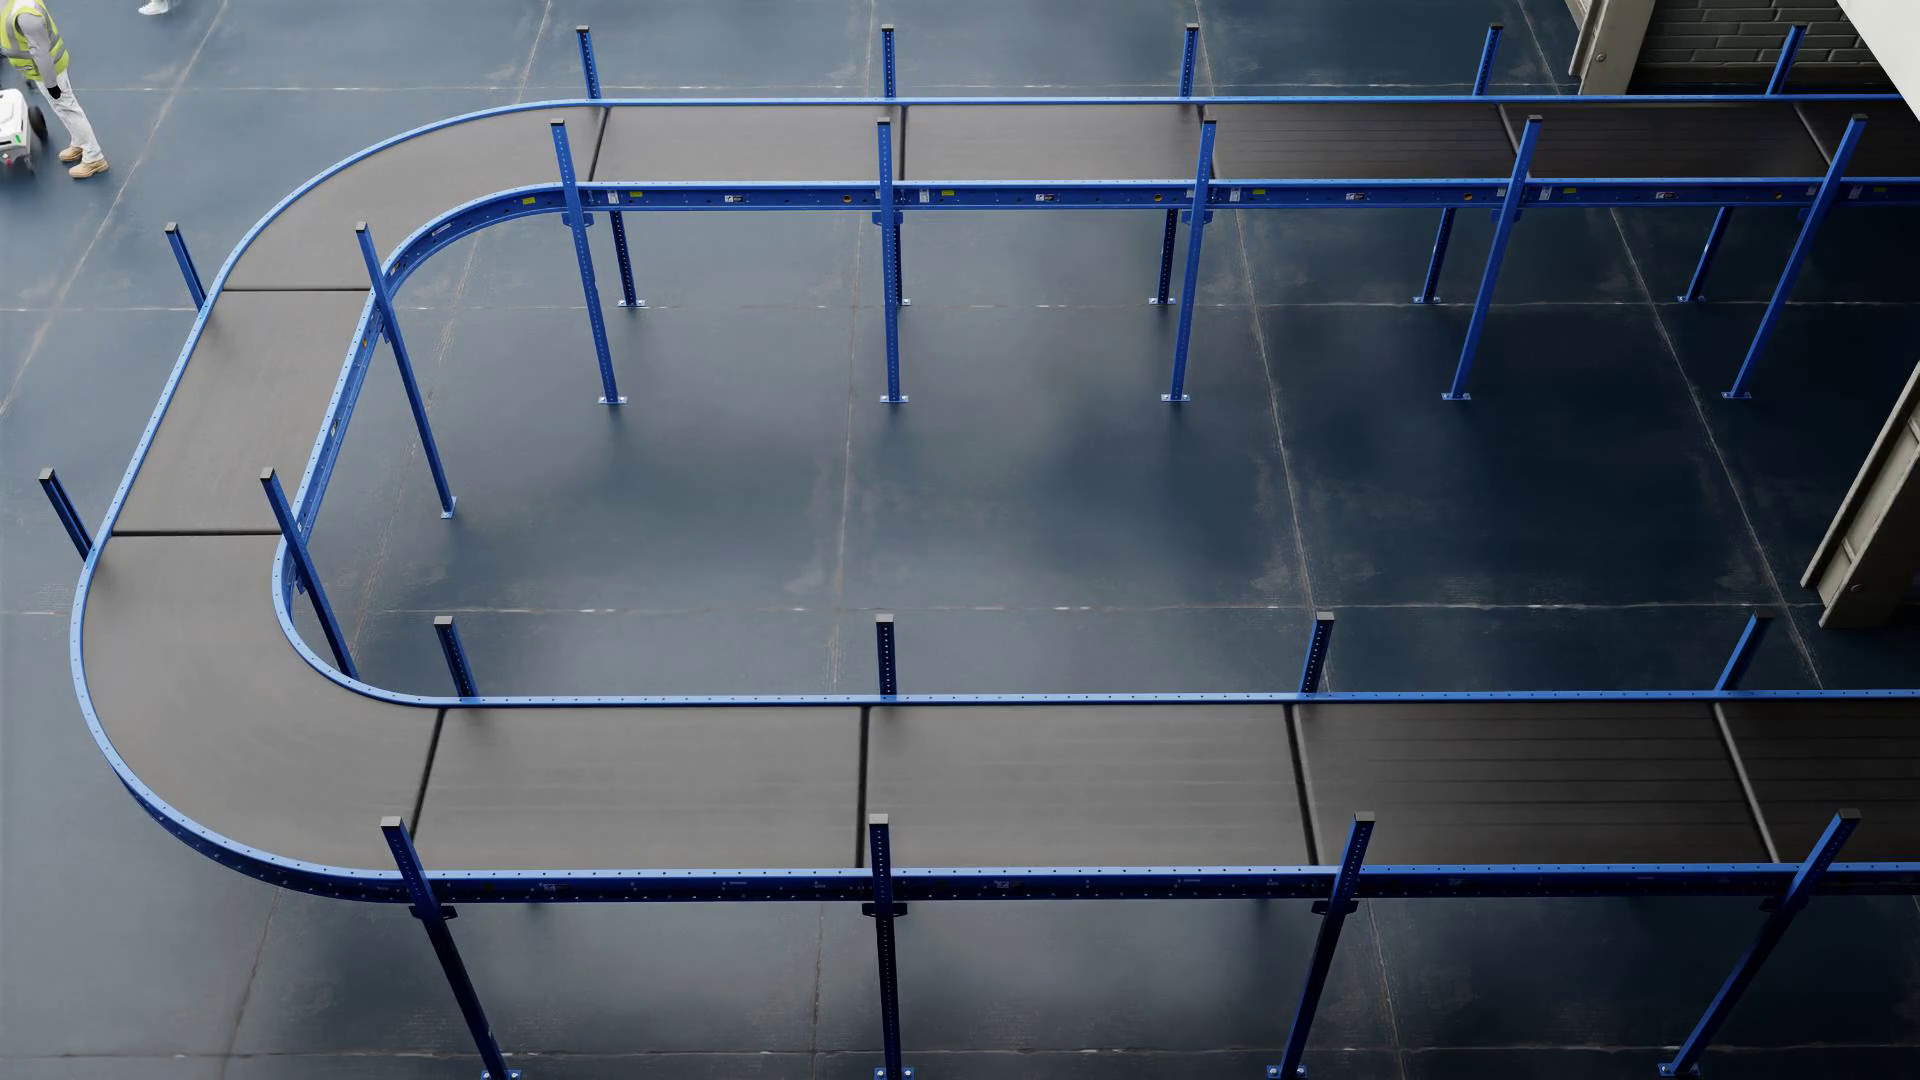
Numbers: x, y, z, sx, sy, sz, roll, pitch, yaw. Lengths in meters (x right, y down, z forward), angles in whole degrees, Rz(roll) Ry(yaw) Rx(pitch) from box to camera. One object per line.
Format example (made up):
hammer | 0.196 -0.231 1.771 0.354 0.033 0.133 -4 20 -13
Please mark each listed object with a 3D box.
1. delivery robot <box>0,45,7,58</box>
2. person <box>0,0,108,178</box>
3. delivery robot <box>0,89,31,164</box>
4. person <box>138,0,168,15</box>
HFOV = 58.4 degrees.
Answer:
delivery robot | -8.283 -4.441 14.820 0.335 0.223 0.698 -10 48 -10
person | -7.220 -3.729 13.509 0.431 1.836 0.619 -24 51 -21
delivery robot | -7.814 -3.393 14.017 0.477 0.478 0.707 -14 48 -13
person | -7.382 -5.582 15.328 0.550 1.687 0.756 15 49 13
